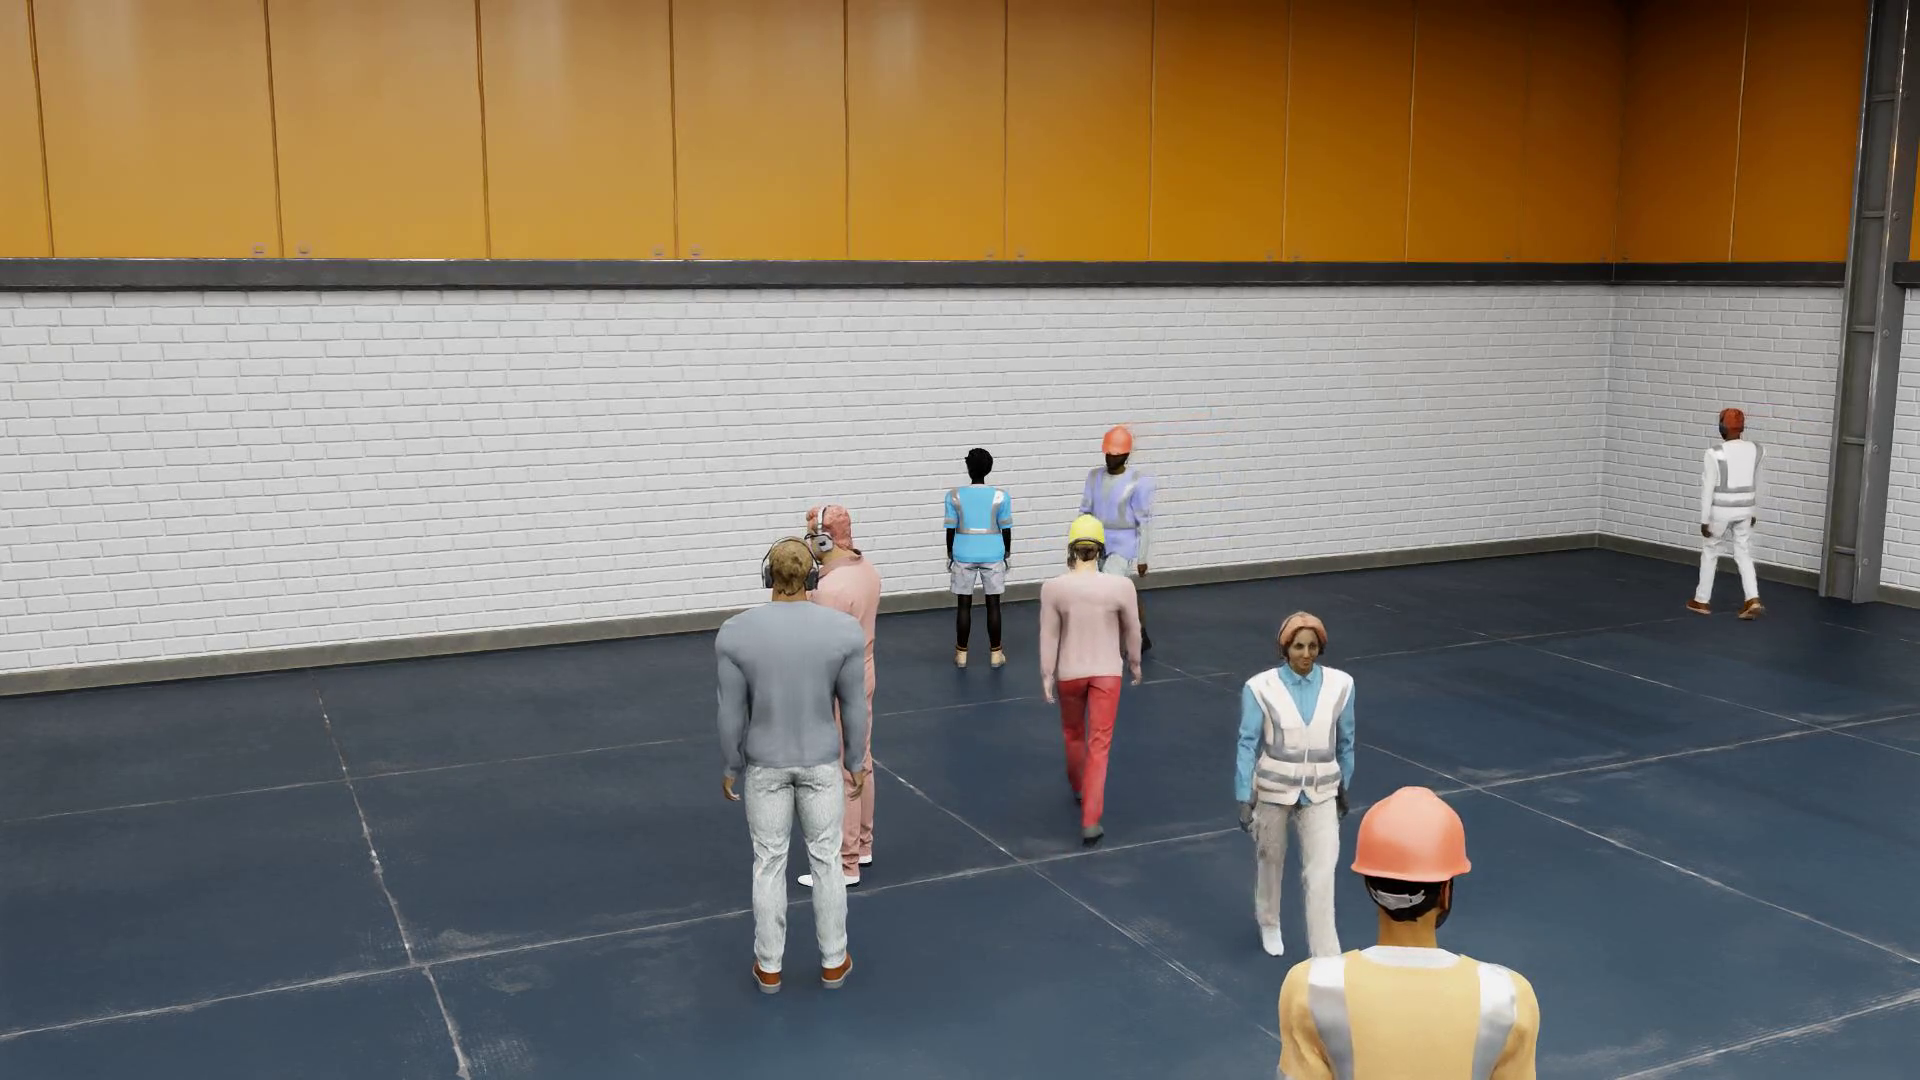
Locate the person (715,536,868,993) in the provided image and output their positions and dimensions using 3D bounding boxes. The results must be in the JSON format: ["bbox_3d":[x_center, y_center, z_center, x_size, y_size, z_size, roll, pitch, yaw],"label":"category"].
[{"bbox_3d":[-0.704,0.946,7.014,0.630,1.938,0.366,-1,9,-5],"label":"person"}]

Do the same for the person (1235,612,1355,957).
[{"bbox_3d":[1.437,1.102,7.103,0.544,1.586,0.868,0,9,-2],"label":"person"}]

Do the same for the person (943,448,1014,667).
[{"bbox_3d":[0.143,0.139,12.769,0.540,1.698,0.316,1,9,3],"label":"person"}]

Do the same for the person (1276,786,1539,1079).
[{"bbox_3d":[0.957,1.492,3.645,0.546,1.934,0.376,1,9,9],"label":"person"}]

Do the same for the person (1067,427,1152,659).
[{"bbox_3d":[1.198,0.057,12.734,1.045,1.882,0.553,-9,13,-43],"label":"person"}]

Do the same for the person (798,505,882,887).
[{"bbox_3d":[-0.622,0.767,8.250,0.407,1.902,0.639,2,9,13],"label":"person"}]

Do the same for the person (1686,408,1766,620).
[{"bbox_3d":[6.747,-0.228,14.556,0.588,1.860,0.798,0,9,-3],"label":"person"}]

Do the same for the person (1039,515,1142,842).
[{"bbox_3d":[0.716,0.719,9.110,0.539,1.716,0.933,2,9,11],"label":"person"}]
